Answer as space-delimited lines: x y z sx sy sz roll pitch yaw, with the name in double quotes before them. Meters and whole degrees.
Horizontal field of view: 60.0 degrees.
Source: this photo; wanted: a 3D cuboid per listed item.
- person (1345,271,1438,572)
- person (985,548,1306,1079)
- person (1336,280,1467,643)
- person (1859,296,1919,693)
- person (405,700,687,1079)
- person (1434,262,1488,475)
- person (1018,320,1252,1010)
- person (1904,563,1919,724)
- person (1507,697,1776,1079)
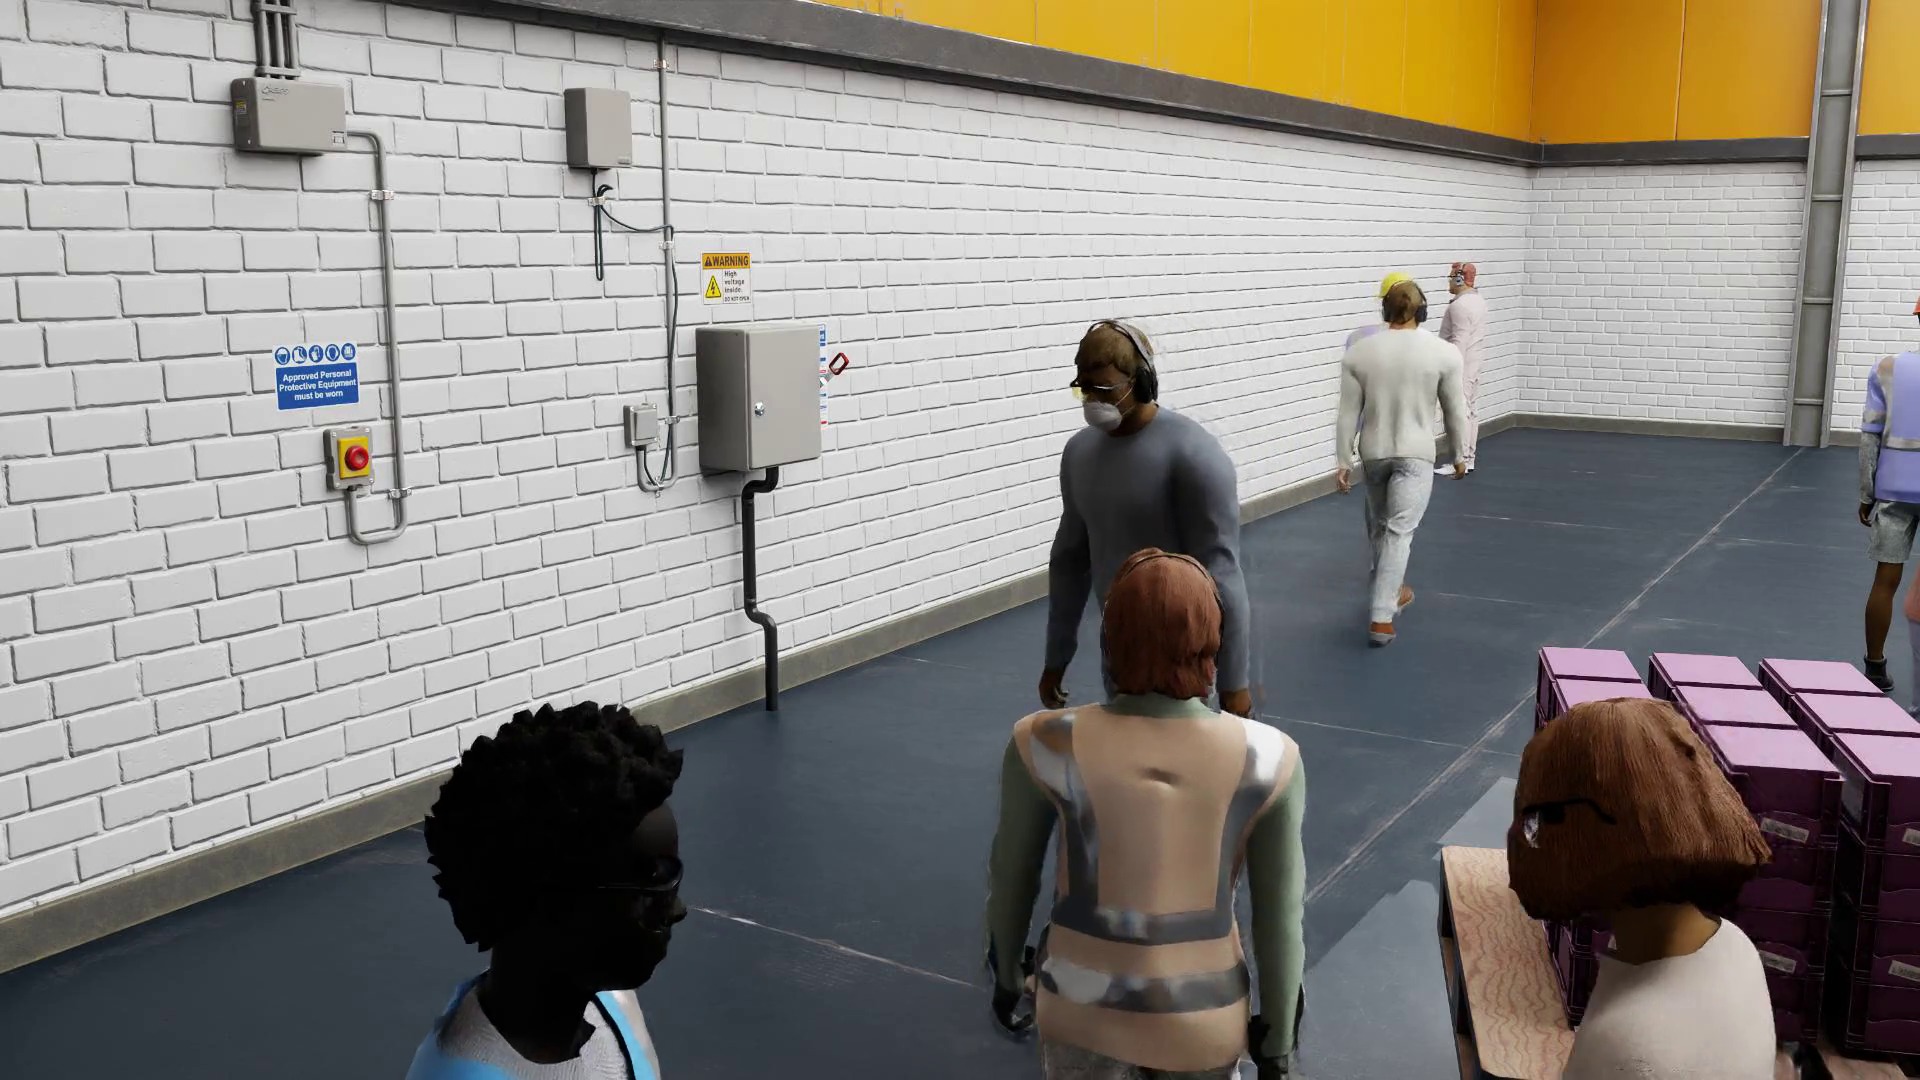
"person" 2.684 -0.719 10.420 0.585 1.912 0.459 5 11 24
"person" 0.307 0.813 2.798 0.519 1.594 0.853 0 10 -2
"person" 2.345 -0.429 8.888 0.636 1.893 1.007 6 12 31
"person" 4.382 -0.215 7.552 0.370 1.933 0.550 -9 14 -41
"person" -0.422 0.977 1.621 0.339 1.685 0.553 0 10 0
"person" 4.481 -1.536 14.948 0.399 1.909 0.642 6 12 32
"person" 0.441 0.347 4.573 0.921 1.880 0.644 -6 12 -28
"person" 3.206 0.269 5.340 0.310 1.768 0.533 6 12 30
"person" 0.734 0.976 1.894 0.647 1.594 0.527 8 13 37
